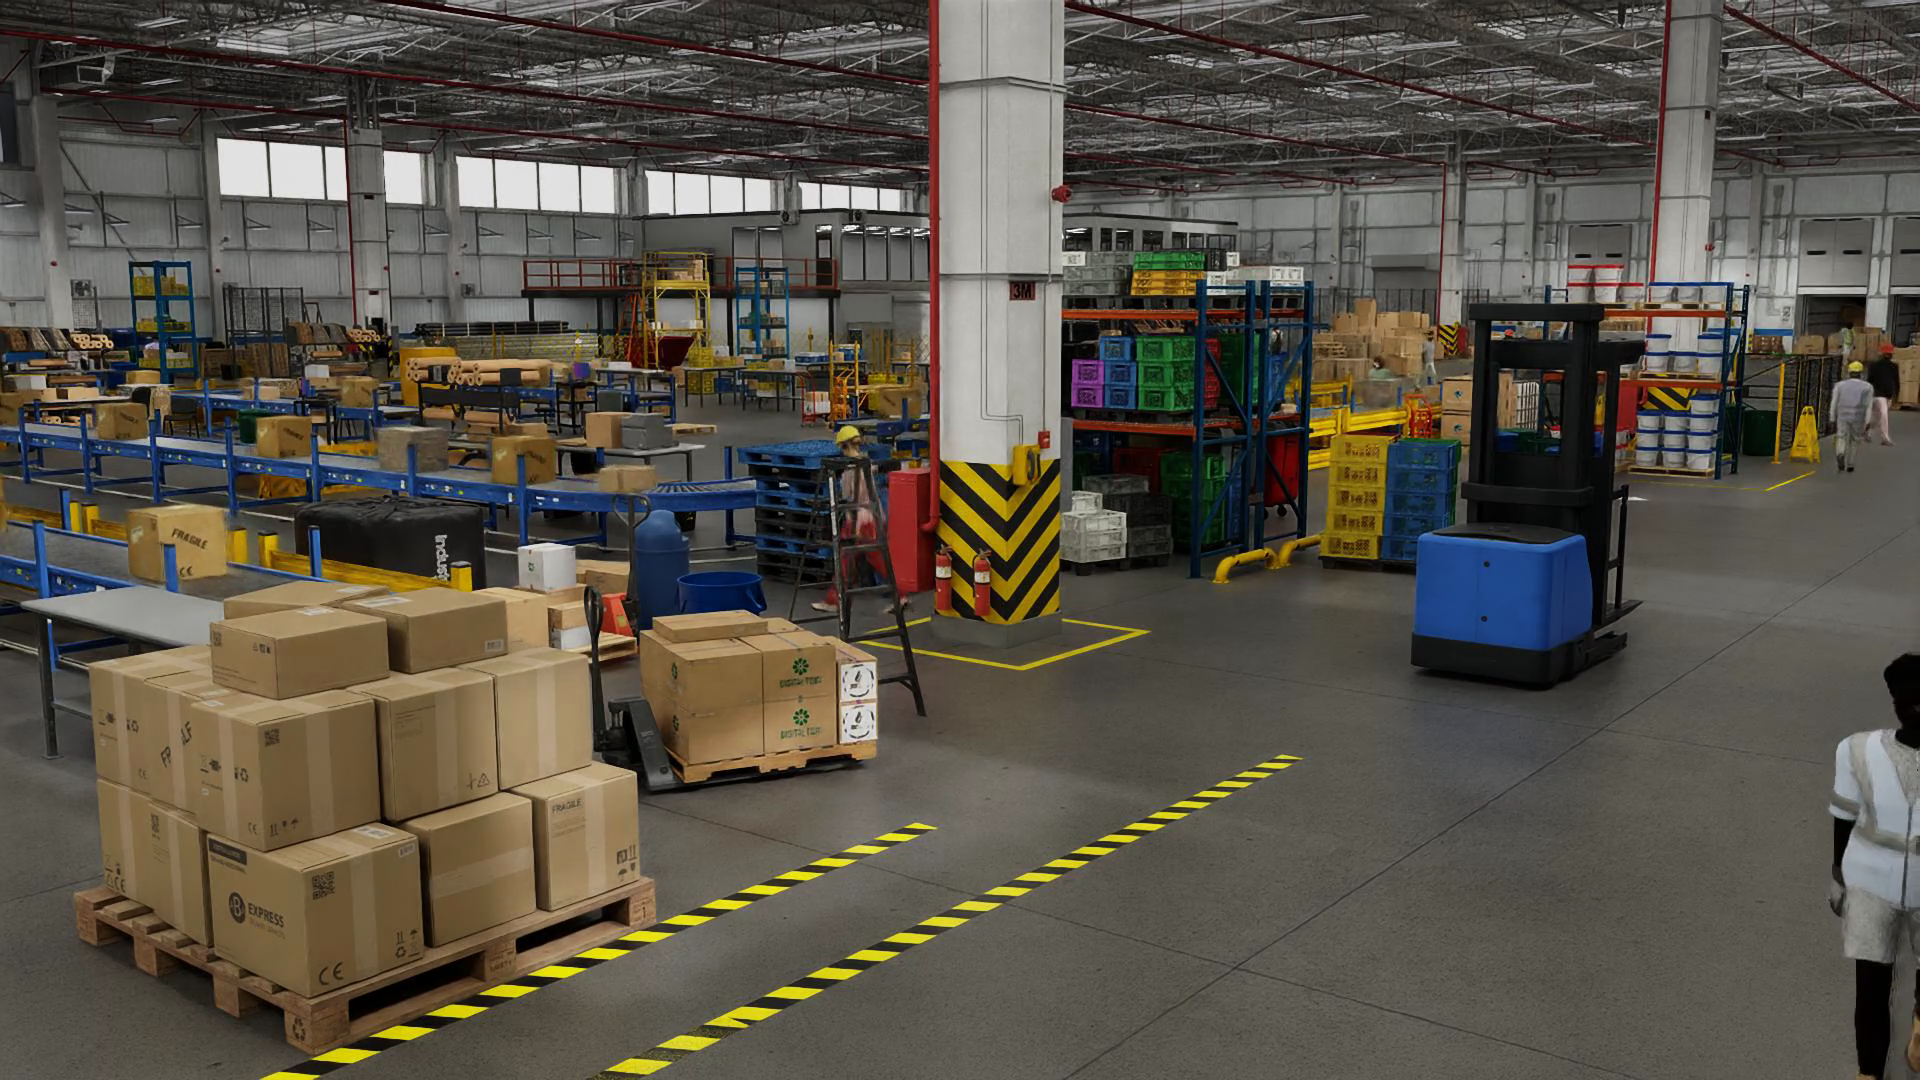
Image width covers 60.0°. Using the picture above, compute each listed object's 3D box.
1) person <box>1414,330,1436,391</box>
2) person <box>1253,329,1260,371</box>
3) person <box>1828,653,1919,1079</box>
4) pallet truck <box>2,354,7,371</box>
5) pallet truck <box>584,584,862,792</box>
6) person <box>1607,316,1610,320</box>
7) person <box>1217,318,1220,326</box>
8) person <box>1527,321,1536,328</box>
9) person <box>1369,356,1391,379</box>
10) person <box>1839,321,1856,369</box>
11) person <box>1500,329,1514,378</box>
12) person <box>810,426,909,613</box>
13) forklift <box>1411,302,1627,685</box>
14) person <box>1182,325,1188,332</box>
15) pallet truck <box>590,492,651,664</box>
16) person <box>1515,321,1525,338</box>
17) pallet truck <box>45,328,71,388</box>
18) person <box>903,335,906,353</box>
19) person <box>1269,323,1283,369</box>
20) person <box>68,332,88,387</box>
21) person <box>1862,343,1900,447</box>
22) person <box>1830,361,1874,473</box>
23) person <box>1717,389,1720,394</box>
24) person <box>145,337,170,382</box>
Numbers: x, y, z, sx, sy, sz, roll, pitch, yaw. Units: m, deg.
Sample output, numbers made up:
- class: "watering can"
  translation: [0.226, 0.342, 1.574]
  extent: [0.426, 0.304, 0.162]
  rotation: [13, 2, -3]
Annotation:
- class: "person"
  translation: [13.570, -5.175, 48.281]
  extent: [0.519, 1.836, 0.925]
  rotation: [-4, 9, -25]
- class: "person"
  translation: [8.720, -5.249, 48.526]
  extent: [0.606, 1.927, 0.951]
  rotation: [-1, 8, -7]
- class: "person"
  translation: [3.338, 1.201, 5.850]
  extent: [0.536, 1.670, 0.719]
  rotation: [5, 10, 33]
- class: "pallet truck"
  translation: [-24.881, -4.417, 42.634]
  extent: [1.885, 1.965, 0.823]
  rotation: [8, 11, 41]
- class: "pallet truck"
  translation: [-1.426, 0.805, 10.019]
  extent: [1.601, 1.201, 0.680]
  rotation: [-4, 9, -26]
- class: "person"
  translation: [28.994, -9.112, 74.570]
  extent: [0.592, 1.913, 0.619]
  rotation: [-5, 10, -32]
- class: "person"
  translation: [11.349, -8.892, 73.262]
  extent: [0.426, 1.867, 0.582]
  rotation: [-7, 11, -37]
- class: "person"
  translation: [27.219, -9.804, 79.155]
  extent: [0.610, 1.939, 0.417]
  rotation: [-7, 11, -41]
- class: "person"
  translation: [8.761, -3.050, 34.788]
  extent: [0.500, 1.588, 0.858]
  rotation: [5, 10, 32]
- class: "person"
  translation: [34.238, -7.493, 63.974]
  extent: [0.657, 1.814, 0.776]
  rotation: [-3, 9, -19]
- class: "person"
  translation: [14.808, -4.742, 45.042]
  extent: [0.376, 1.934, 0.547]
  rotation: [6, 10, 36]
- class: "person"
  translation: [-0.885, -0.179, 15.042]
  extent: [0.893, 1.707, 0.570]
  rotation: [2, 9, 16]
- class: "forklift"
  translation: [4.379, -0.438, 12.852]
  extent: [1.129, 2.768, 1.873]
  rotation: [7, 11, 37]
- class: "person"
  translation: [7.284, -6.014, 53.851]
  extent: [0.334, 1.865, 0.517]
  rotation: [5, 10, 28]
- class: "pallet truck"
  translation: [-3.115, 0.344, 12.883]
  extent: [0.653, 1.274, 1.630]
  rotation: [7, 11, 37]
- class: "person"
  translation: [25.996, -9.400, 77.269]
  extent: [0.519, 1.679, 0.937]
  rotation: [0, 8, -1]
- class: "pallet truck"
  translation: [-23.775, -4.544, 43.495]
  extent: [1.885, 1.965, 0.823]
  rotation: [6, 10, 35]
- class: "person"
  translation: [-2.164, -8.373, 70.529]
  extent: [0.496, 1.625, 0.287]
  rotation: [1, 9, 9]
- class: "person"
  translation: [11.400, -6.913, 59.979]
  extent: [0.520, 1.843, 0.331]
  rotation: [-4, 9, -25]
- class: "person"
  translation: [-22.450, -4.319, 42.284]
  extent: [0.642, 1.909, 0.410]
  rotation: [5, 10, 28]
- class: "person"
  translation: [17.560, -2.776, 31.707]
  extent: [0.623, 1.963, 0.920]
  rotation: [-2, 9, -12]
- class: "person"
  translation: [14.338, -1.972, 26.756]
  extent: [0.606, 1.814, 0.555]
  rotation: [5, 10, 31]
- class: "person"
  translation: [17.536, -3.795, 38.681]
  extent: [0.542, 1.927, 0.381]
  rotation: [1, 8, 4]
- class: "person"
  translation: [-19.778, -4.206, 41.060]
  extent: [0.614, 2.042, 0.373]
  rotation: [-8, 12, -43]
